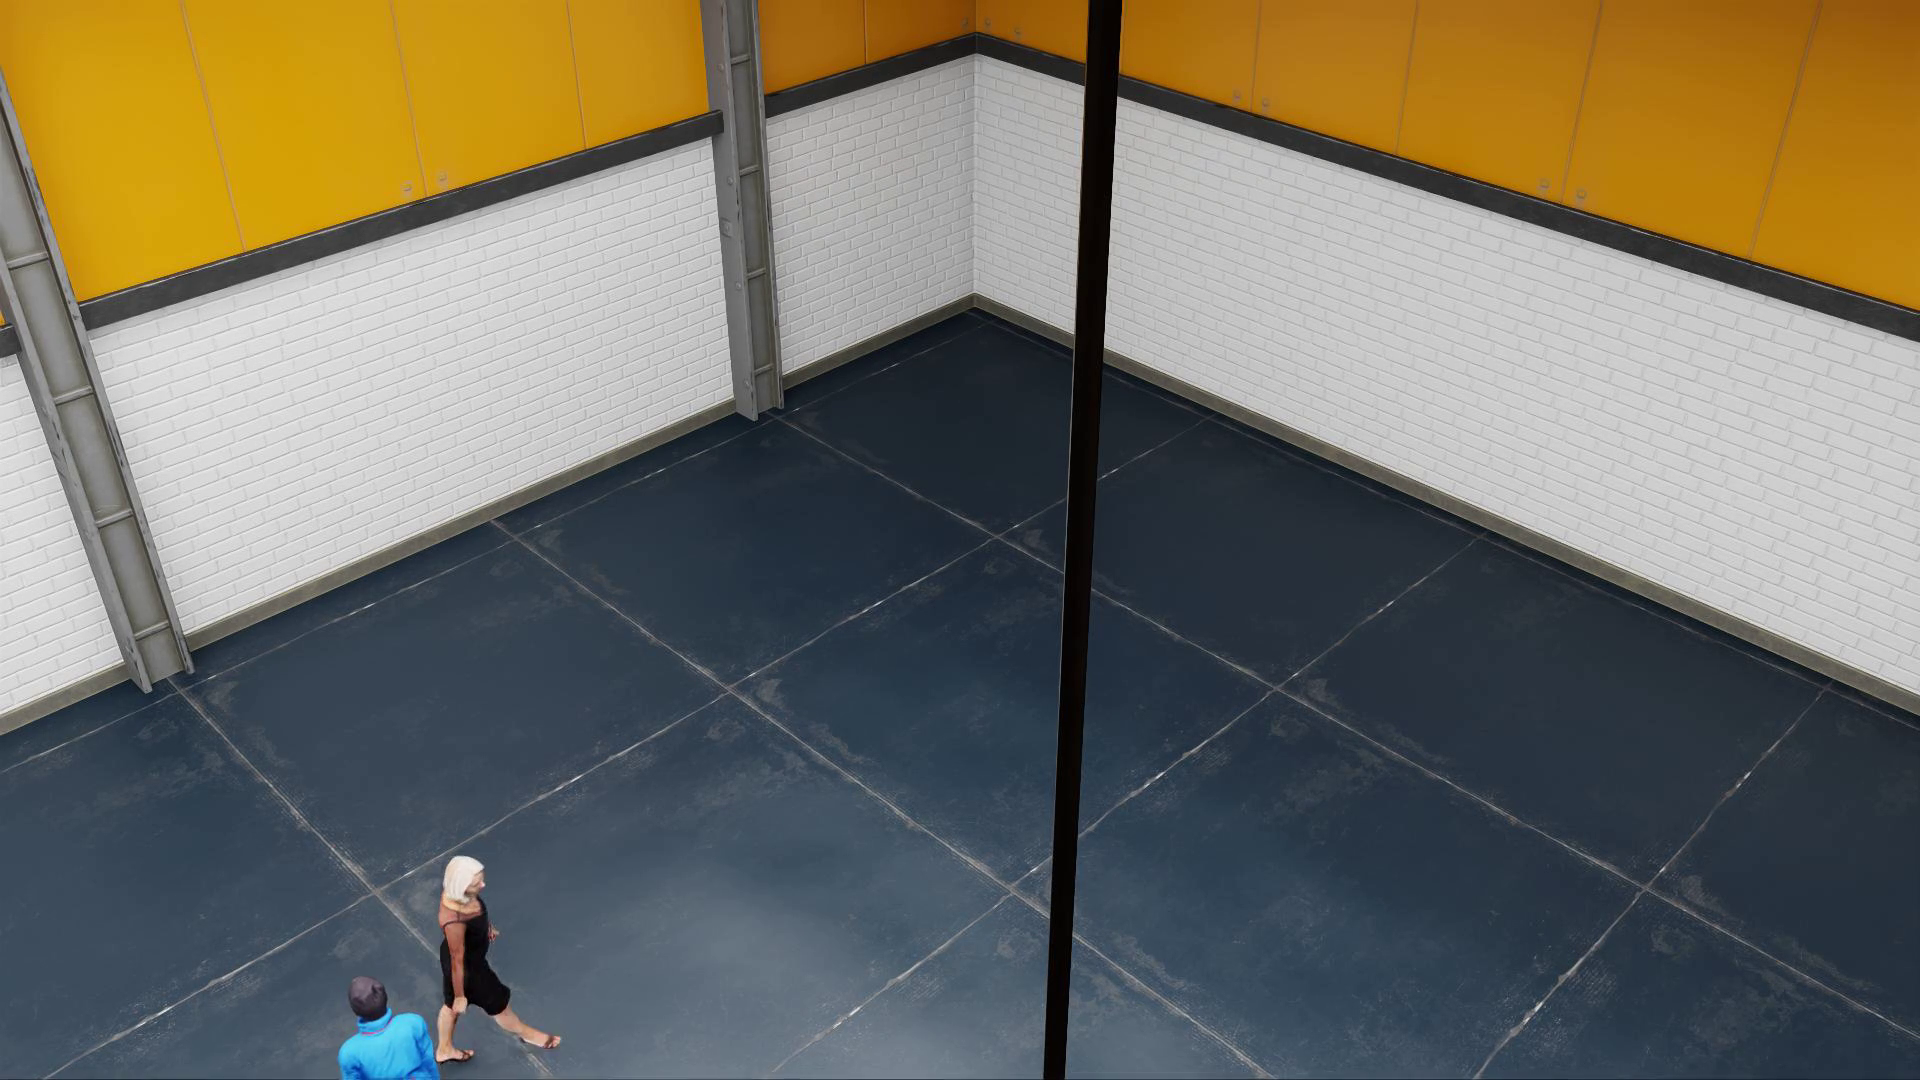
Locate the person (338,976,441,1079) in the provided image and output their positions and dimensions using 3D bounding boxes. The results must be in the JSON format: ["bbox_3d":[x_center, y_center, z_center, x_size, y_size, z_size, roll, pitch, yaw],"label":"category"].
[{"bbox_3d":[-2.857,2.926,8.537,0.521,1.792,0.690,-22,39,-30],"label":"person"}]

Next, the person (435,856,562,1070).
[{"bbox_3d":[-2.854,2.434,9.371,1.113,1.688,0.995,-9,35,-13],"label":"person"}]
